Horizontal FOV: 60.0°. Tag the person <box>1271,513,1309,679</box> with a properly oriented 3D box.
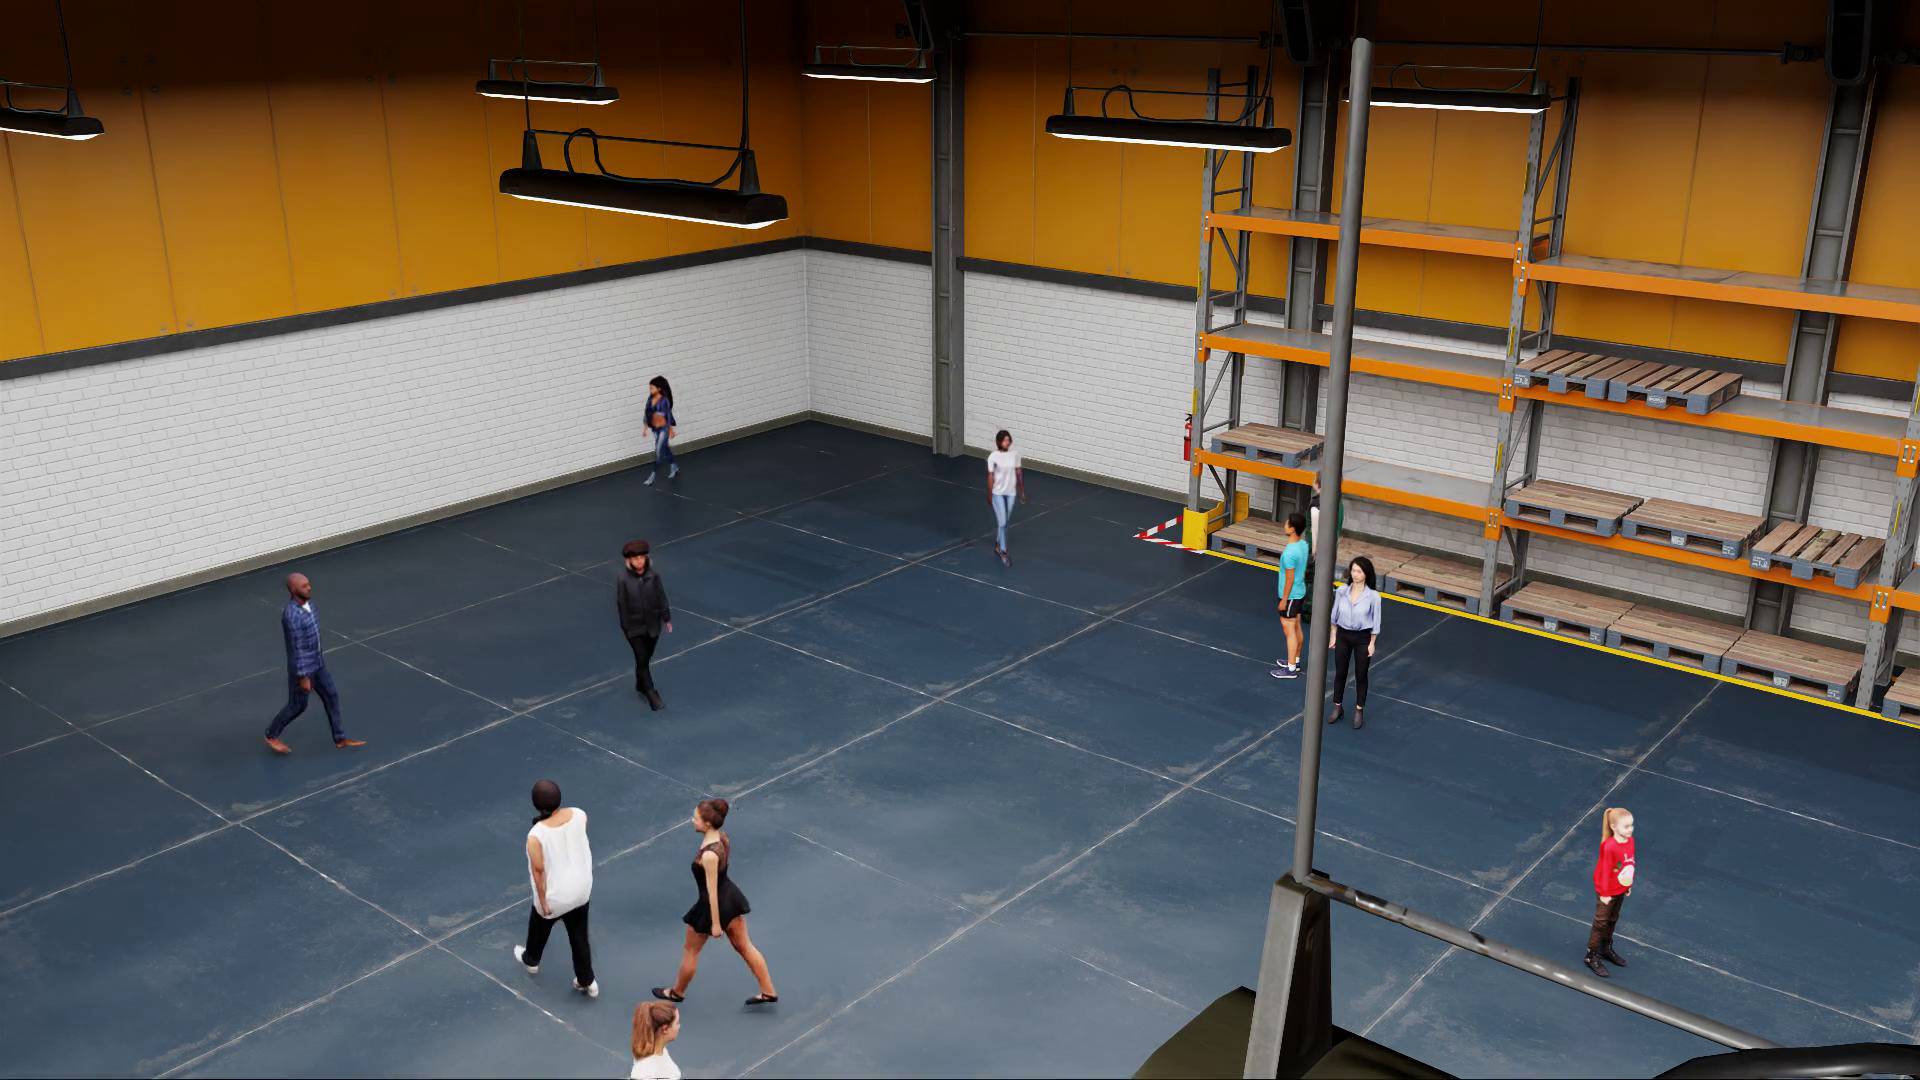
[{"bbox_3d":[3.485,0.576,17.422,0.587,1.775,0.655,9,21,25],"label":"person"}]

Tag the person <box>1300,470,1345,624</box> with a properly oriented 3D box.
[{"bbox_3d":[4.110,0.109,18.726,0.720,1.826,0.983,-16,25,-40],"label":"person"}]

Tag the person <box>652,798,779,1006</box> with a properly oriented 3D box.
[{"bbox_3d":[-1.623,2.596,11.662,1.200,1.622,0.975,3,19,8],"label":"person"}]

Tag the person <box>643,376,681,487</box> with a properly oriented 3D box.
[{"bbox_3d":[-4.296,-1.582,24.152,1.021,1.568,0.801,11,22,30],"label":"person"}]

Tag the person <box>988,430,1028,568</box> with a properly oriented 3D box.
[{"bbox_3d":[0.521,-0.570,20.941,0.828,1.700,1.016,-10,21,-26],"label":"person"}]

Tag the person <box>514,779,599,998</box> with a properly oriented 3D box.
[{"bbox_3d":[-2.820,2.507,11.877,0.729,1.653,1.062,-17,25,-40],"label":"person"}]

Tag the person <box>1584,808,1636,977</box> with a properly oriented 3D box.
[{"bbox_3d":[4.819,2.568,12.280,0.537,1.281,0.549,-14,23,-36],"label":"person"}]

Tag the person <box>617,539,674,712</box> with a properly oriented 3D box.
[{"bbox_3d":[-3.221,0.823,16.757,0.830,1.730,1.152,-12,22,-32],"label":"person"}]

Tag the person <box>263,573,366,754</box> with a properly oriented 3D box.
[{"bbox_3d":[-6.226,1.178,15.610,1.248,1.790,1.133,0,19,1],"label":"person"}]

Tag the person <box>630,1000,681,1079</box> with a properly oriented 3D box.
[{"bbox_3d":[-1.805,3.389,9.237,1.161,1.668,1.130,0,19,-1],"label":"person"}]

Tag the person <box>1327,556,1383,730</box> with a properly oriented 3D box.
[{"bbox_3d":[3.854,0.992,16.236,0.524,1.743,0.731,11,22,30],"label":"person"}]
